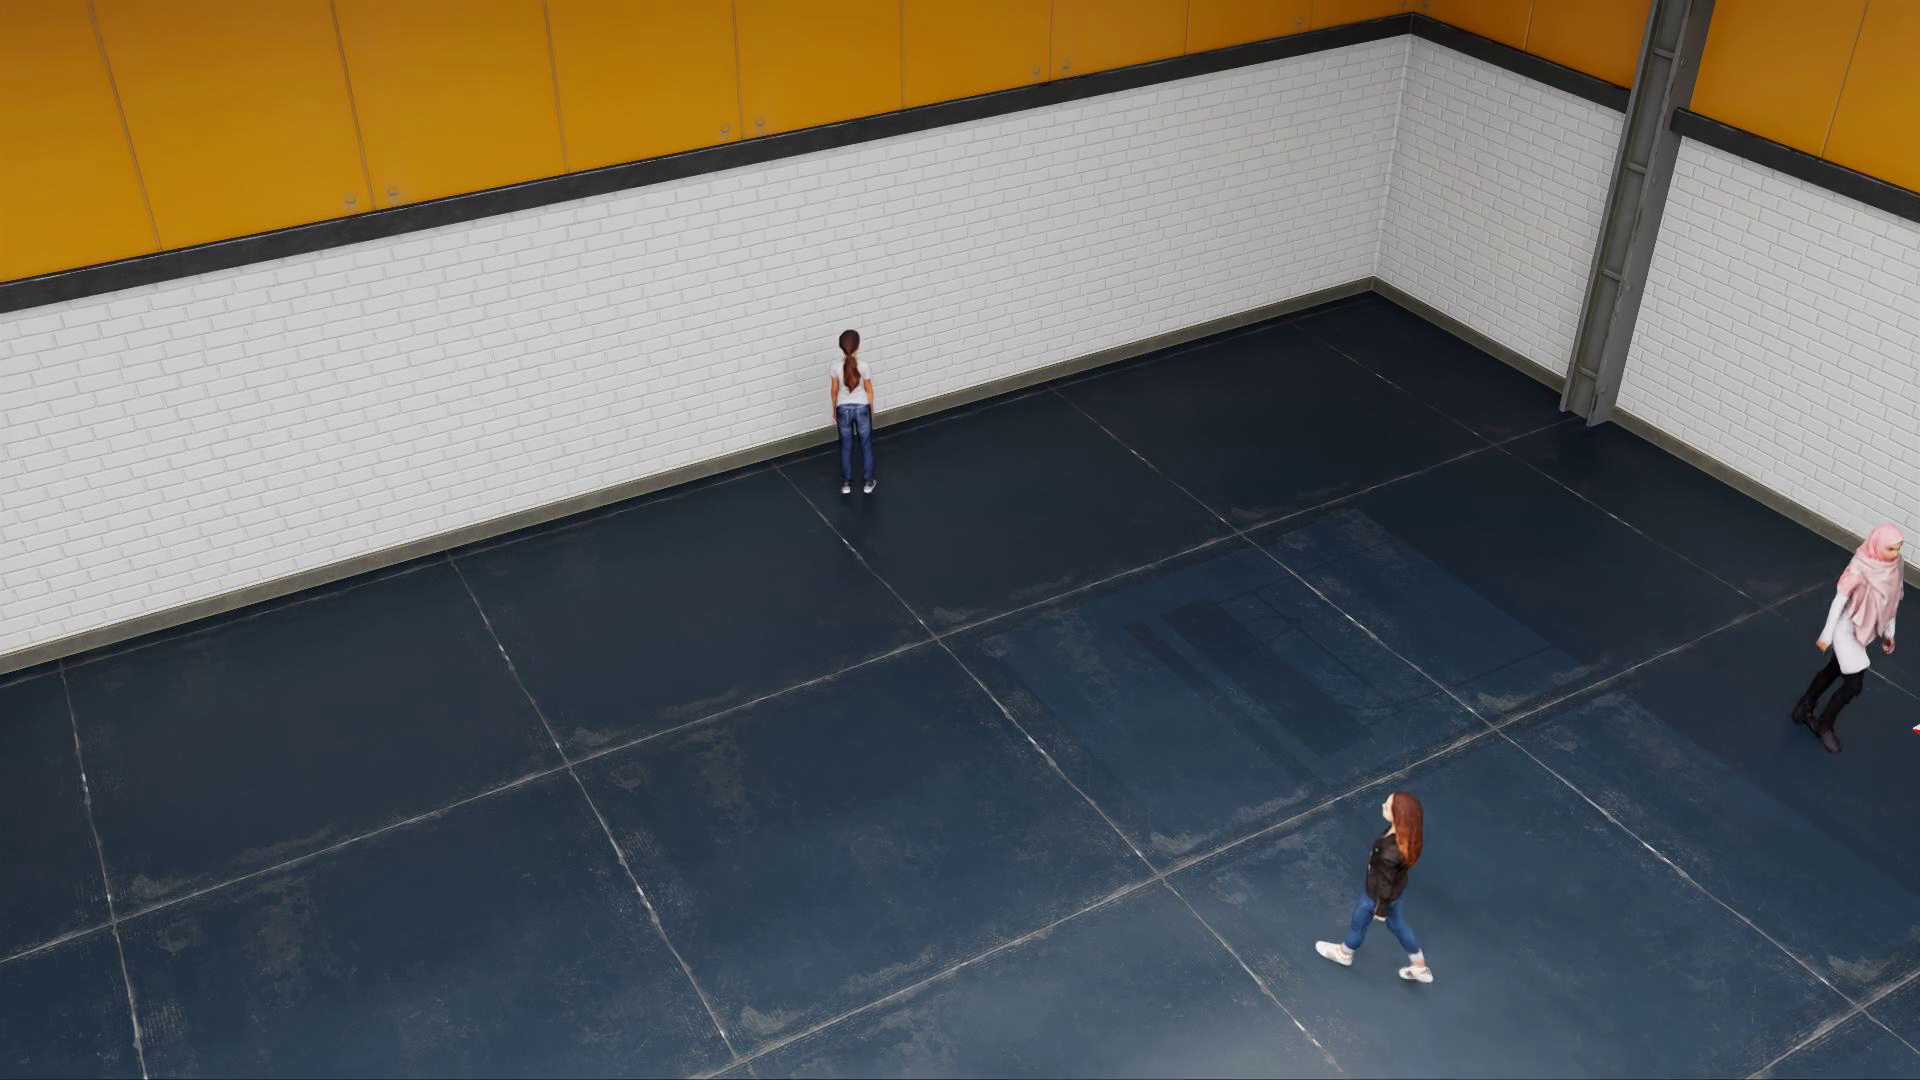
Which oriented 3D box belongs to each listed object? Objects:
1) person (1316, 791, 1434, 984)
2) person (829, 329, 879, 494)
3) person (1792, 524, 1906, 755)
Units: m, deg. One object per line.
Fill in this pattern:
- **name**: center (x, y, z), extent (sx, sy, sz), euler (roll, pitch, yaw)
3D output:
- **person**: center (2.582, 2.061, 9.806), extent (1.018, 1.460, 0.792), euler (22, 40, 30)
- **person**: center (-0.929, -1.133, 14.519), extent (0.624, 1.563, 0.657), euler (1, 34, 1)
- **person**: center (6.194, 0.611, 11.691), extent (0.636, 1.788, 0.693), euler (-17, 37, -24)
